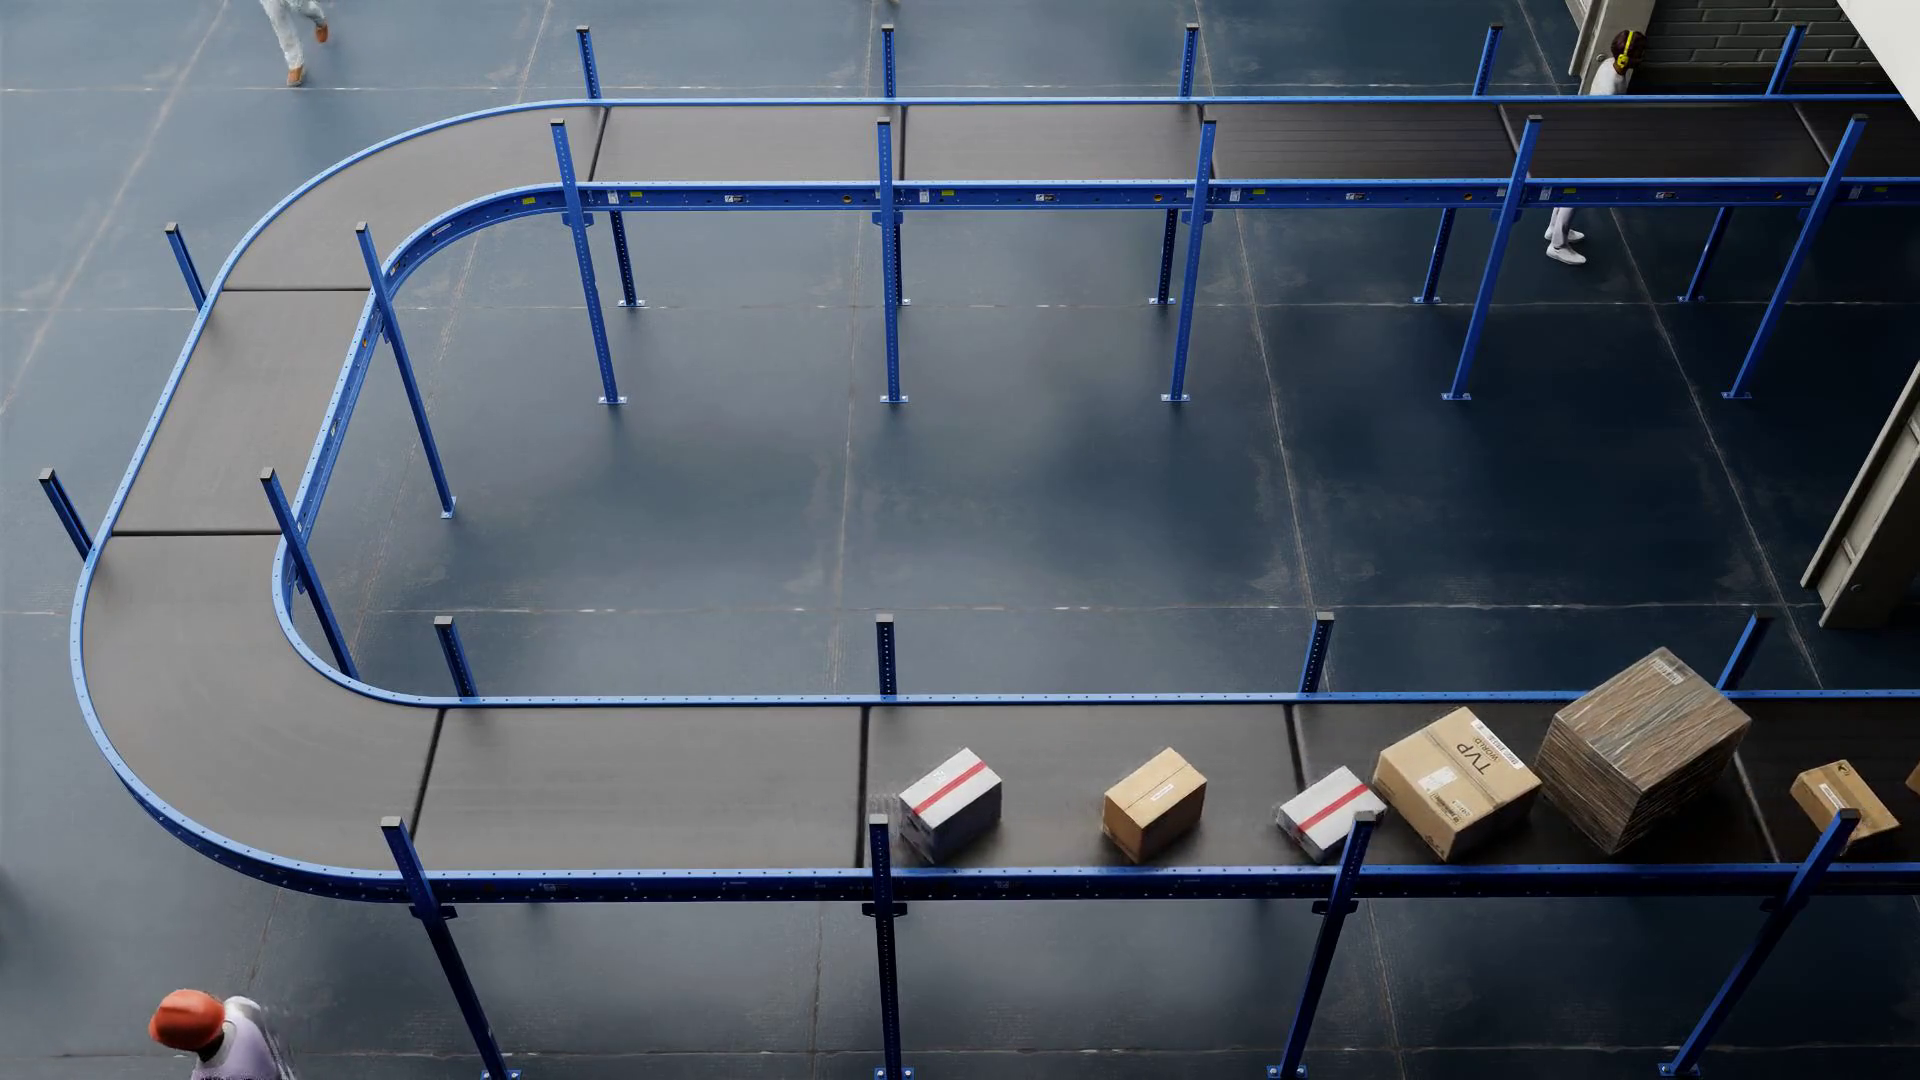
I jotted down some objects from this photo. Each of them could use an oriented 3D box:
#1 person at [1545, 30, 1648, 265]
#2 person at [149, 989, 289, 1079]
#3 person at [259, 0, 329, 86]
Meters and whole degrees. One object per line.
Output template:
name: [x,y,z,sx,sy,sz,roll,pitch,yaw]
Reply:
person: [4.712,-2.926,12.731,0.328,1.871,0.517,11,48,10]
person: [-3.078,2.522,7.610,0.515,1.922,0.551,3,47,3]
person: [-5.766,-4.872,14.518,0.636,1.916,0.768,0,47,0]
